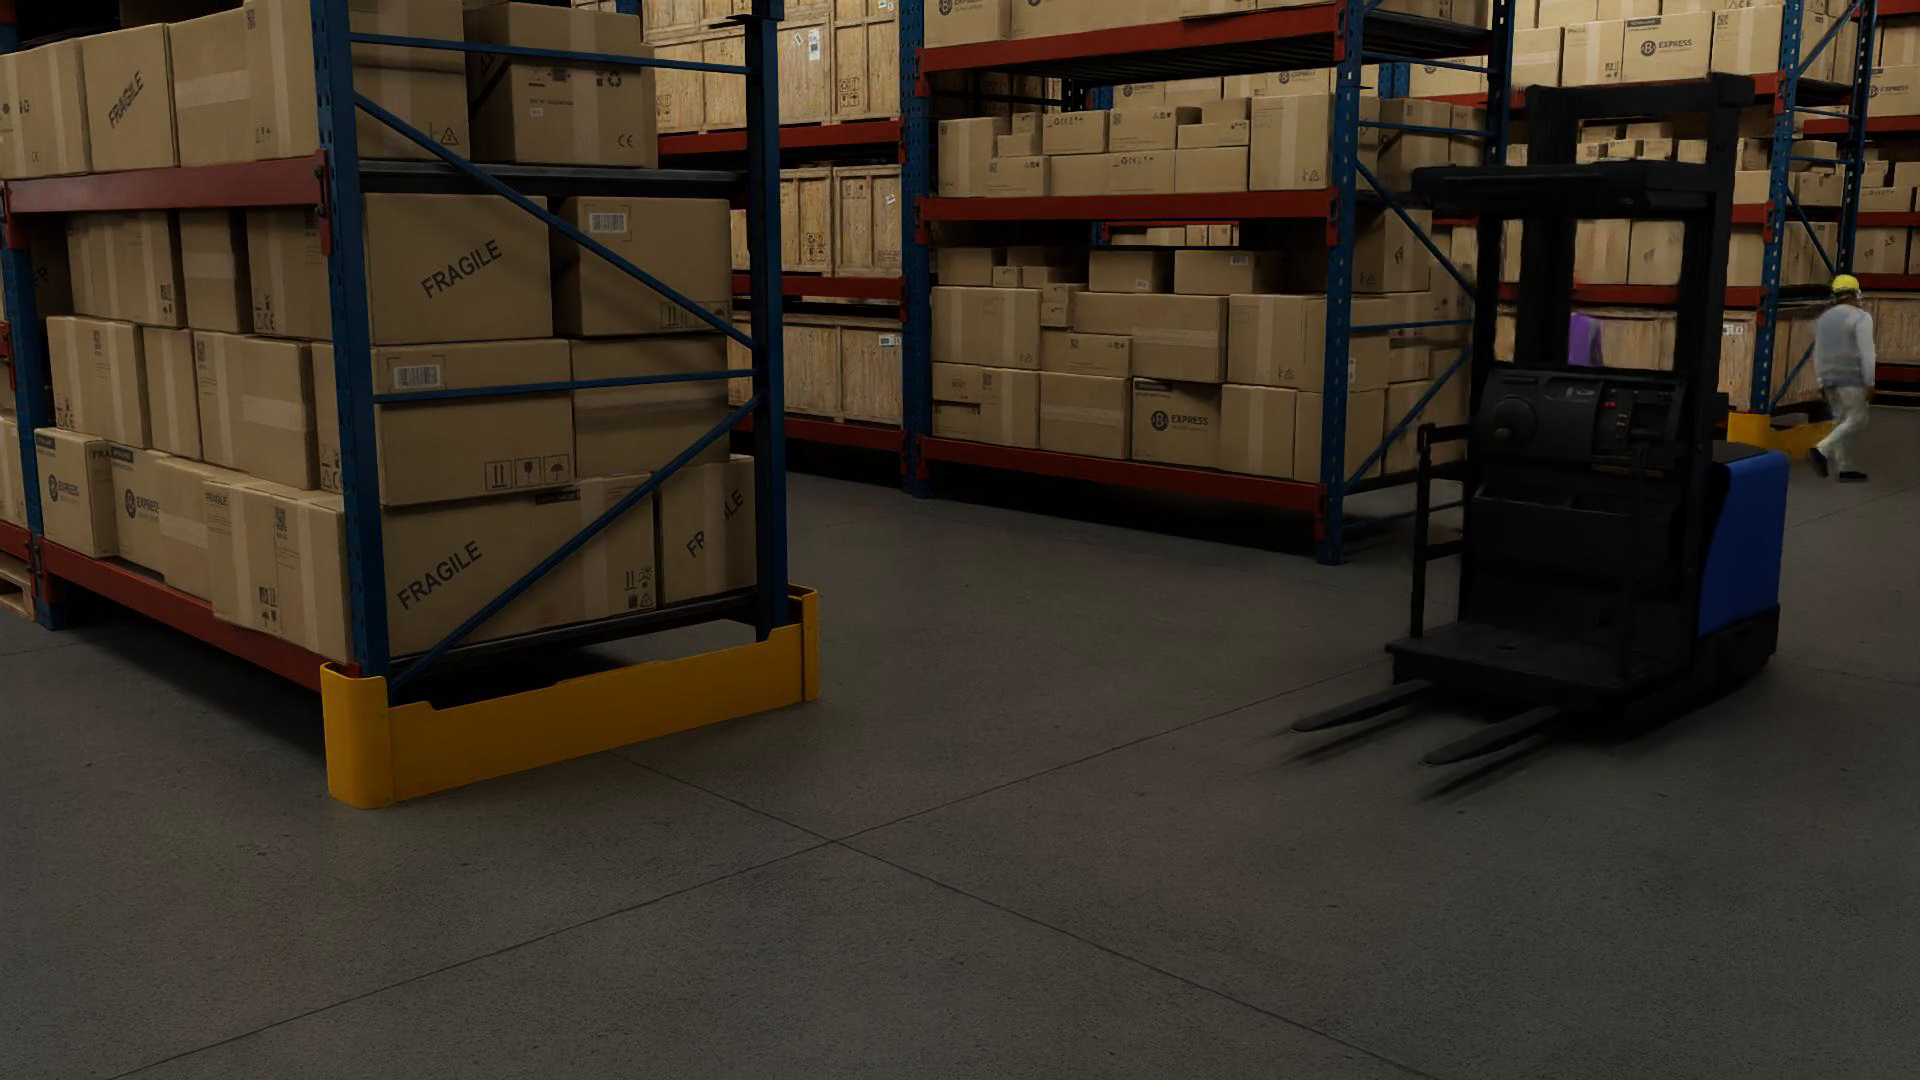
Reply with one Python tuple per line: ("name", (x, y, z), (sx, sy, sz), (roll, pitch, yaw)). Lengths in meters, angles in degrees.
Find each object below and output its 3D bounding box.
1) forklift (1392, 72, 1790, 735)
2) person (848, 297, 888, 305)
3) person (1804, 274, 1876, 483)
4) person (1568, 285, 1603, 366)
("forklift", (3.076, -0.722, 7.788), (1.873, 2.768, 1.129), (-10, 14, -44))
("person", (-1.052, -2.407, 19.631), (0.545, 1.919, 0.844), (-9, 14, -41))
("person", (7.568, -1.381, 14.321), (0.587, 1.804, 0.624), (-2, 11, -13))
("person", (4.458, -1.014, 12.101), (0.604, 1.894, 0.775), (-2, 11, -10))
